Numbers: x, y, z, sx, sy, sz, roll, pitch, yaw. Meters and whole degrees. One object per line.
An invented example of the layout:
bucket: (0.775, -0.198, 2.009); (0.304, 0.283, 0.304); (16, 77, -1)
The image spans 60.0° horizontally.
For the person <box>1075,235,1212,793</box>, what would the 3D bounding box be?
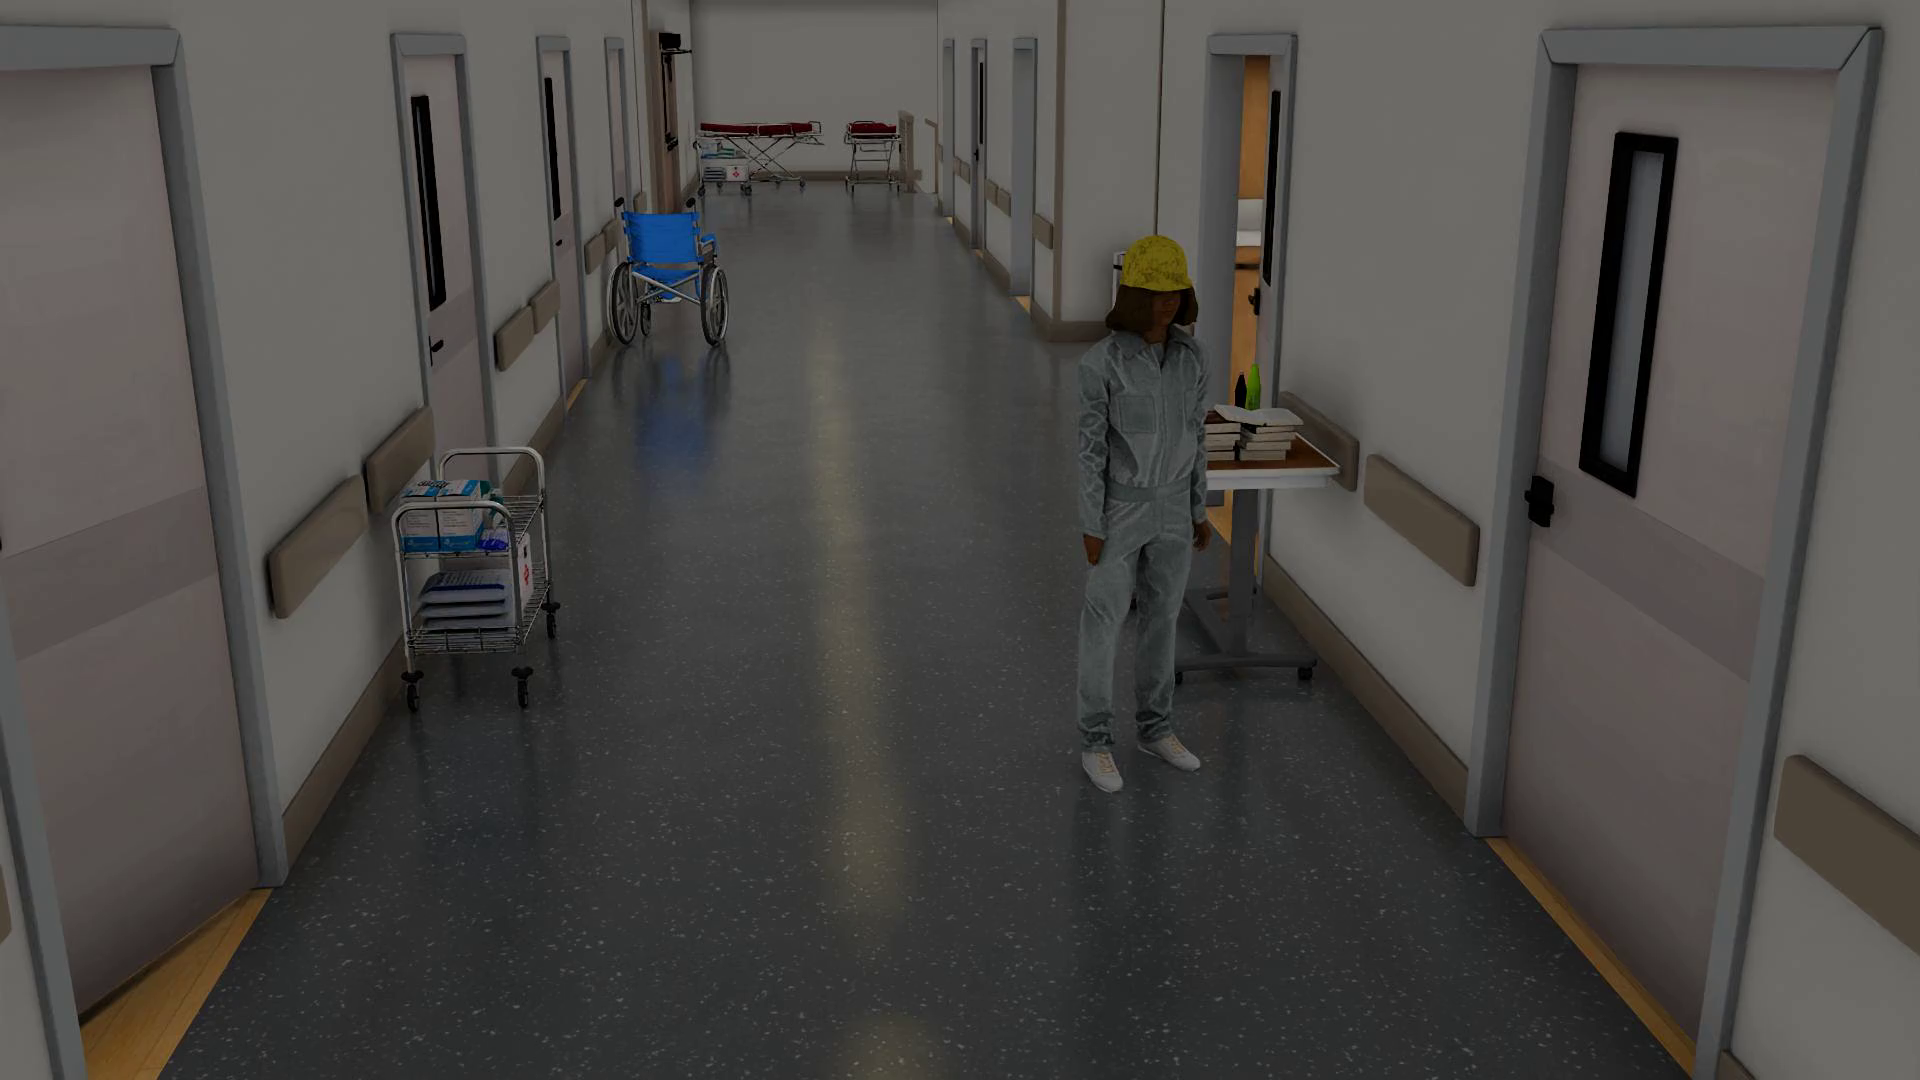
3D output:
person: (0.587, -0.076, 5.213); (0.487, 1.744, 0.297); (-9, 19, -29)
